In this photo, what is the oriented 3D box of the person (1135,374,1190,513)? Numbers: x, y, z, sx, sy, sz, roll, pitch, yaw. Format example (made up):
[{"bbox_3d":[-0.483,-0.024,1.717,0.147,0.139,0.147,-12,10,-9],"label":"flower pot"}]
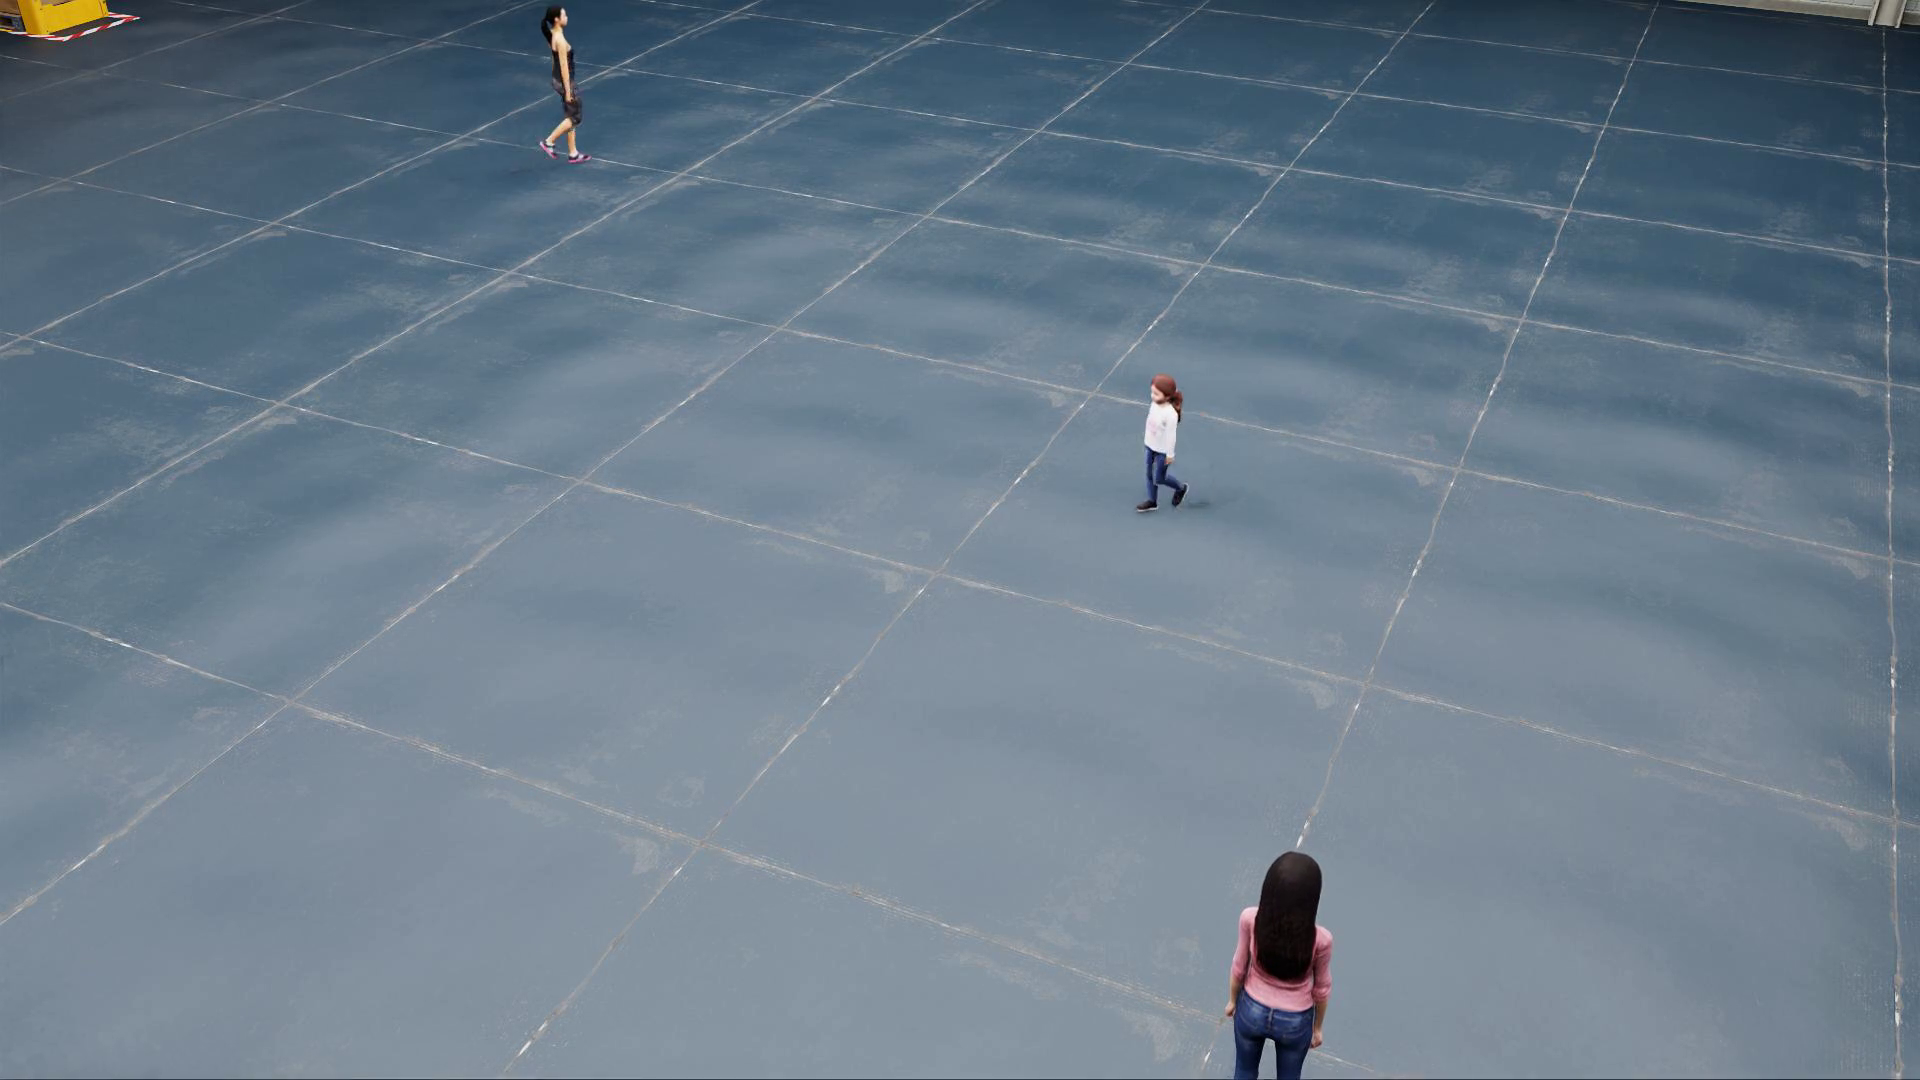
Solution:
[{"bbox_3d":[1.483,-0.698,11.962,0.681,1.103,0.630,-13,35,-20],"label":"person"}]

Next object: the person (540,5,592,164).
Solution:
[{"bbox_3d":[-4.392,-4.923,18.085,0.856,1.715,0.836,-17,36,-25],"label":"person"}]

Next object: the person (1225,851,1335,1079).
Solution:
[{"bbox_3d":[1.334,2.010,7.071,0.440,1.742,0.642,11,34,17],"label":"person"}]
